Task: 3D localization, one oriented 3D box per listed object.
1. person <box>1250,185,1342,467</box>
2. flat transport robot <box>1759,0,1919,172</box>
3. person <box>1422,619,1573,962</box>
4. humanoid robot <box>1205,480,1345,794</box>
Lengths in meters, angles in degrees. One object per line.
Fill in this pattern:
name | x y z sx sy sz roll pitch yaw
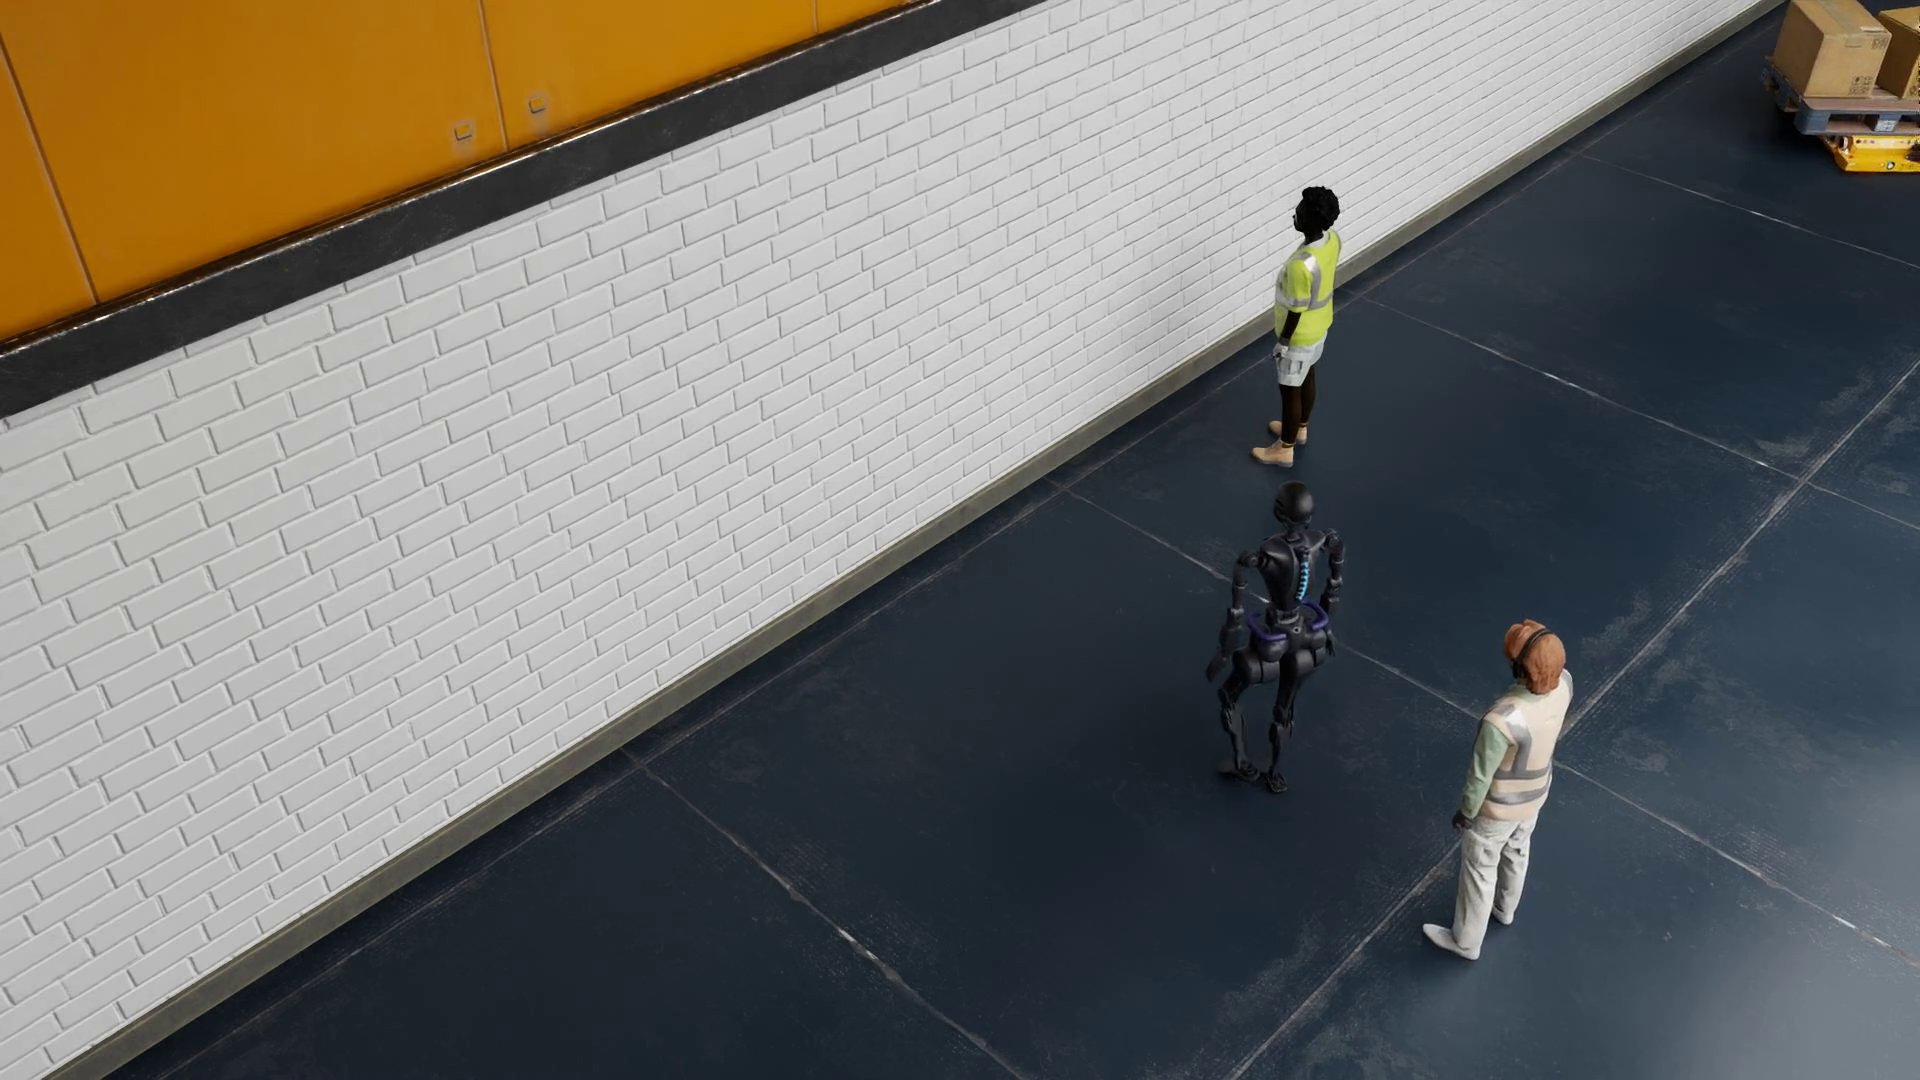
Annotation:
person | 1.890 -1.186 9.256 0.318 1.700 0.536 20 43 23
flat transport robot | 6.997 -3.274 13.012 0.659 0.231 1.431 1 39 2
person | 2.160 0.993 6.592 0.529 1.627 0.319 -30 47 -32
humanoid robot | 1.388 0.439 7.242 0.612 1.647 0.362 -14 41 -16
